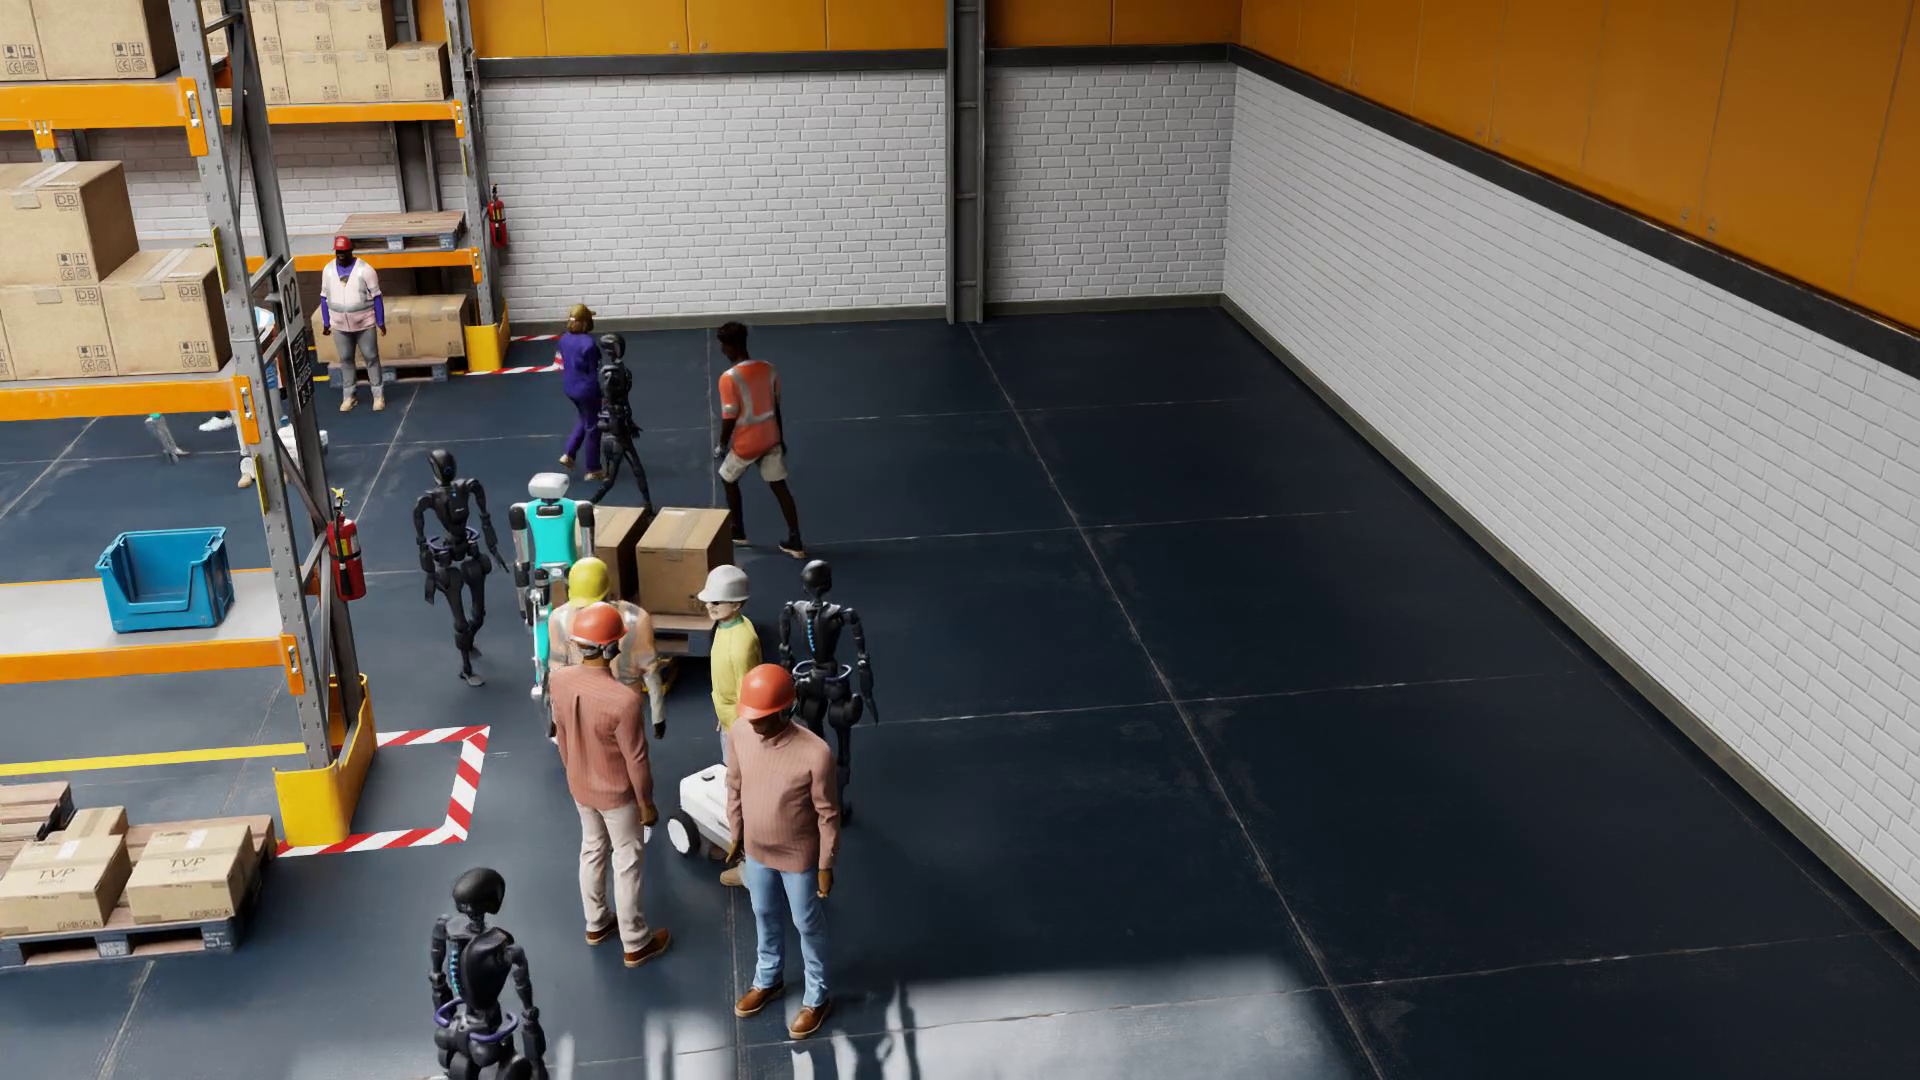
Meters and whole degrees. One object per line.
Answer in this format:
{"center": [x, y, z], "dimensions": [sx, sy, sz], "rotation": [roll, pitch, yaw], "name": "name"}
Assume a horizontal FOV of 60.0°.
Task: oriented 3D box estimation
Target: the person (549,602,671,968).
{"center": [-1.775, 1.237, 8.451], "dimensions": [0.615, 1.986, 0.403], "rotation": [17, 29, 34], "name": "person"}

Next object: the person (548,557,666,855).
{"center": [-1.965, 0.939, 9.223], "dimensions": [0.635, 1.903, 0.423], "rotation": [3, 24, 8], "name": "person"}

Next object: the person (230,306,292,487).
{"center": [-6.188, -1.355, 14.537], "dimensions": [0.620, 1.837, 0.430], "rotation": [-3, 24, -8], "name": "person"}

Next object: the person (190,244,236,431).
{"center": [-7.107, -1.929, 15.852], "dimensions": [0.723, 1.836, 0.578], "rotation": [-2, 24, -5], "name": "person"}

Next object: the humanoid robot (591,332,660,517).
{"center": [-2.860, -0.923, 13.812], "dimensions": [0.770, 1.631, 0.599], "rotation": [0, 24, 0], "name": "humanoid robot"}

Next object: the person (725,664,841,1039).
{"center": [-0.859, 1.469, 7.908], "dimensions": [0.622, 1.989, 0.398], "rotation": [14, 27, 28], "name": "person"}

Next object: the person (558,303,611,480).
{"center": [-3.300, -1.302, 14.693], "dimensions": [0.453, 1.612, 0.389], "rotation": [22, 32, 40], "name": "person"}

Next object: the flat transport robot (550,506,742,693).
{"center": [-2.229, 0.673, 11.863], "dimensions": [0.659, 0.231, 1.431], "rotation": [2, 24, 5], "name": "flat transport robot"}

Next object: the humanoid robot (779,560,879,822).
{"center": [-0.762, 0.864, 9.666], "dimensions": [0.602, 1.647, 0.387], "rotation": [8, 25, 18], "name": "humanoid robot"}

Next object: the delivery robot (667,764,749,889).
{"center": [-1.283, 1.584, 9.451], "dimensions": [0.499, 0.611, 0.814], "rotation": [-21, 31, -39], "name": "delivery robot"}

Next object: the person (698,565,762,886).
{"center": [-1.213, 0.999, 9.105], "dimensions": [0.385, 1.893, 0.473], "rotation": [-8, 25, -18], "name": "person"}

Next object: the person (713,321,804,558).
{"center": [-1.652, -0.784, 13.150], "dimensions": [0.864, 1.898, 0.619], "rotation": [18, 29, 35], "name": "person"}

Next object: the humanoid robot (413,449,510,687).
{"center": [-3.397, 0.146, 11.351], "dimensions": [0.604, 1.651, 0.611], "rotation": [22, 32, 40], "name": "humanoid robot"}

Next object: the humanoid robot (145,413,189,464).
{"center": [-7.299, -1.537, 15.140], "dimensions": [0.774, 1.826, 0.537], "rotation": [2, 24, 5], "name": "humanoid robot"}

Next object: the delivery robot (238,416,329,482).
{"center": [-6.062, -0.812, 14.912], "dimensions": [0.782, 0.611, 0.505], "rotation": [7, 25, 15], "name": "delivery robot"}

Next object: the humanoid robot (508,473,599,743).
{"center": [-2.524, 0.493, 10.417], "dimensions": [0.531, 1.748, 0.705], "rotation": [-2, 24, -5], "name": "humanoid robot"}

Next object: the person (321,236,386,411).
{"center": [-5.977, -2.131, 16.405], "dimensions": [0.608, 1.754, 0.419], "rotation": [-2, 24, -4], "name": "person"}

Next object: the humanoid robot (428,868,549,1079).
{"center": [-1.961, 2.093, 6.878], "dimensions": [0.610, 1.656, 0.333], "rotation": [13, 27, 26], "name": "humanoid robot"}
